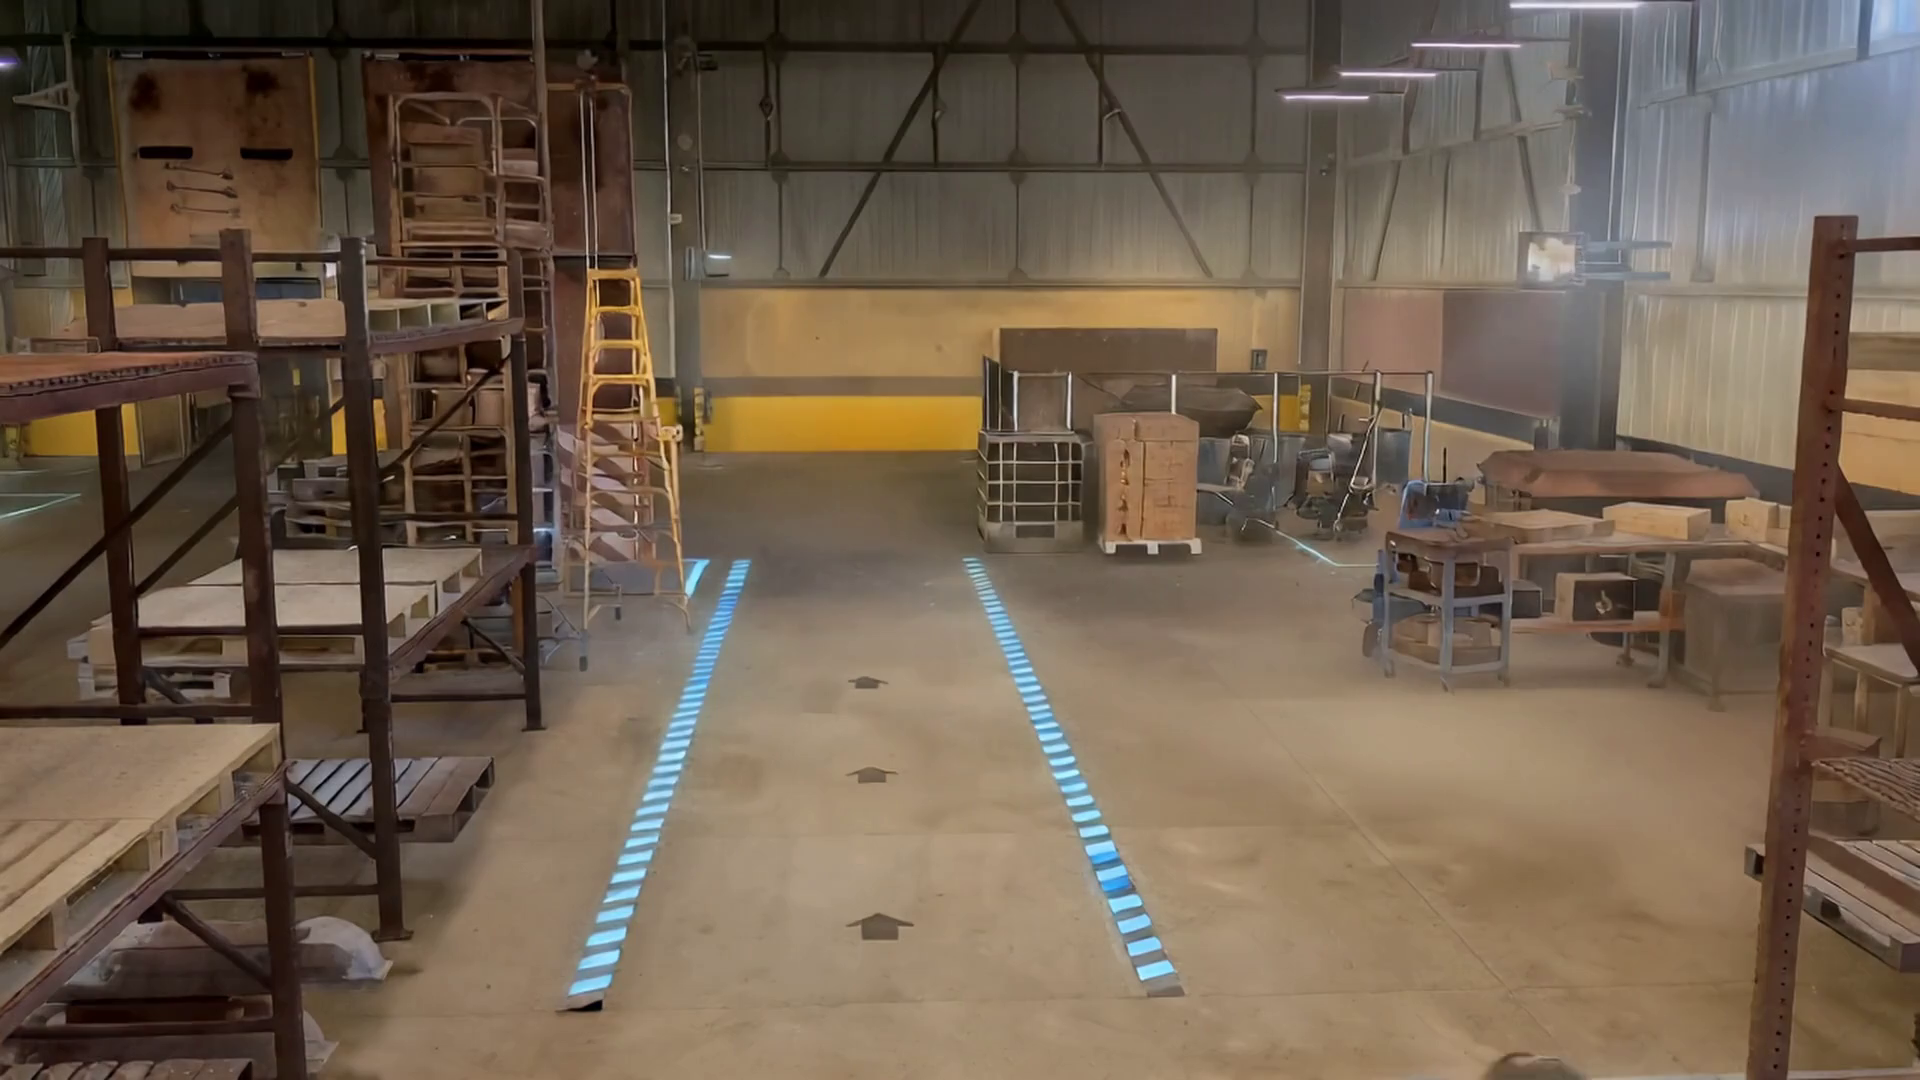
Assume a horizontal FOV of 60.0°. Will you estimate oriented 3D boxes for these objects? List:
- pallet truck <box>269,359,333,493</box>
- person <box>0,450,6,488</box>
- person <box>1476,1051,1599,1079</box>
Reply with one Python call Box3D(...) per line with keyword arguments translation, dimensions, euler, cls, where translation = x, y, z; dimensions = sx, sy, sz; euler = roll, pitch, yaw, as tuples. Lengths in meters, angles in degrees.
Box3D(translation=(-7.062, -1.131, 18.996), dimensions=(1.885, 1.965, 0.823), euler=(2, 9, 13), cls="pallet truck")
Box3D(translation=(-13.177, -1.652, 22.490), dimensions=(0.386, 1.929, 0.544), euler=(-8, 12, -42), cls="person")
Box3D(translation=(0.780, 1.591, 2.198), dimensions=(0.882, 1.901, 0.652), euler=(-3, 9, -16), cls="person")
